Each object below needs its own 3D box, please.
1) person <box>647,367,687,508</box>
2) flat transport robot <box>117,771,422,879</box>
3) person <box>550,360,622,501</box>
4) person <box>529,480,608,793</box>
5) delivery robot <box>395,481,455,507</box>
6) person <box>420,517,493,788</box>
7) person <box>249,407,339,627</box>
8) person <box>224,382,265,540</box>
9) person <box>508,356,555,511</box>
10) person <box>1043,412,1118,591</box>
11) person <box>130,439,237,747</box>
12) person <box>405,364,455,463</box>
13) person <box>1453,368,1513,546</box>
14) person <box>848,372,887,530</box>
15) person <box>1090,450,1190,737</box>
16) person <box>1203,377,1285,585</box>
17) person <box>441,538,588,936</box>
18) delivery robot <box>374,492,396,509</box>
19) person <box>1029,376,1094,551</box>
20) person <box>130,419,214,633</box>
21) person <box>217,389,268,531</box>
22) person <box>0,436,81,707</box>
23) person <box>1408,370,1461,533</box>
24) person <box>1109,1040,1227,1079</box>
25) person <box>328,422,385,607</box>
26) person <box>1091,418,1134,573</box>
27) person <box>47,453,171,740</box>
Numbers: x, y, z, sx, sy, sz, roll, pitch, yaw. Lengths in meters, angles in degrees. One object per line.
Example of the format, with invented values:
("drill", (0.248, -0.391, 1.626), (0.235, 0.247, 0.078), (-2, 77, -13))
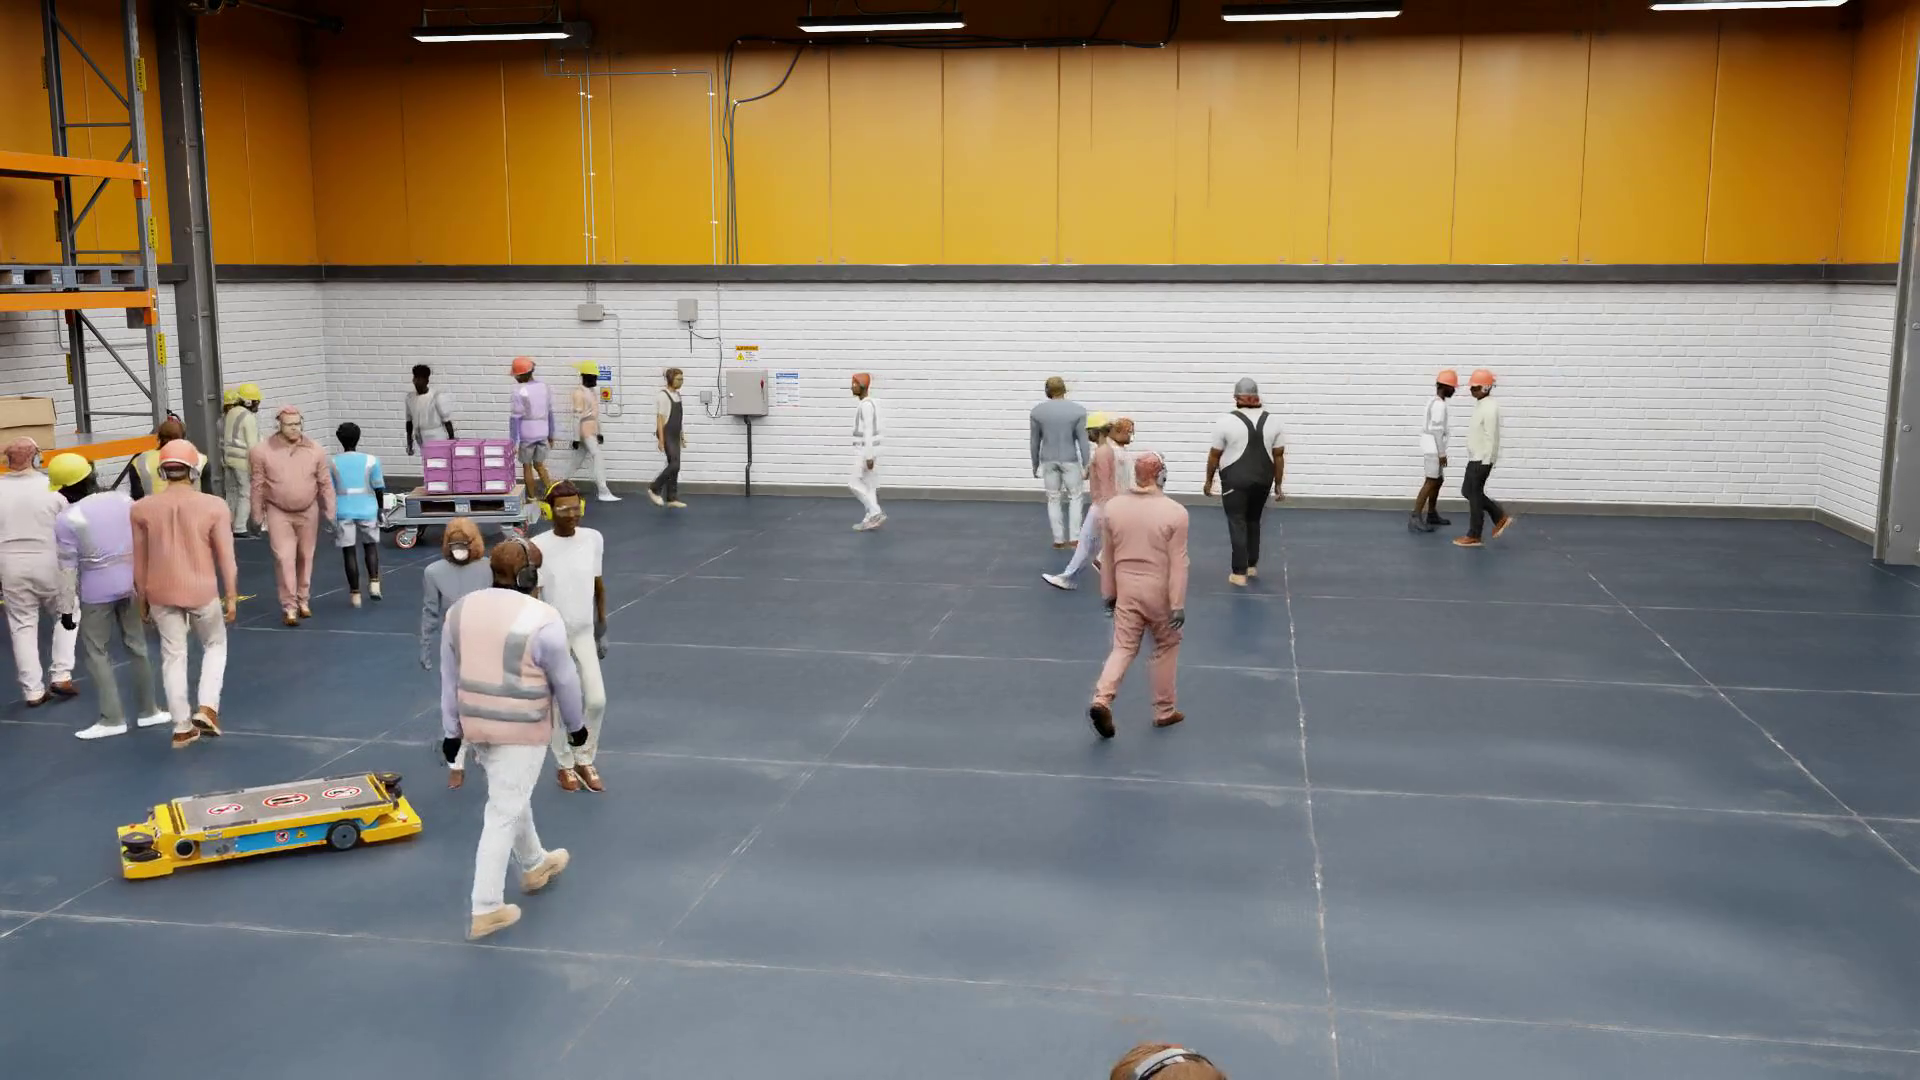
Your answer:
("person", (-3.718, -1.301, 21.305), (0.429, 1.826, 0.515), (2, 9, 15))
("flat transport robot", (-3.658, 1.486, 8.821), (1.431, 0.197, 0.652), (-5, 10, -29))
("person", (-5.008, -1.443, 22.013), (0.940, 1.887, 0.599), (0, 9, 2))
("person", (-2.261, 0.571, 9.614), (0.539, 1.845, 0.563), (-6, 11, -32))
("delivery robot", (-6.305, -0.462, 19.740), (0.707, 0.478, 0.477), (-7, 12, -39))
("person", (-2.953, 0.631, 10.017), (0.554, 1.609, 0.661), (-1, 9, -5))
("person", (-5.707, -0.200, 14.325), (0.676, 1.863, 0.923), (-6, 11, -34))
("person", (-8.085, -0.887, 18.846), (0.472, 1.799, 0.619), (-8, 12, -40))
("person", (-5.378, -1.304, 20.811), (0.440, 1.992, 0.644), (7, 12, 38))
("person", (1.271, -0.346, 15.719), (0.911, 1.705, 0.531), (2, 9, 13))
("person", (-4.956, 0.342, 10.660), (0.631, 1.973, 0.514), (-2, 9, -14))
("person", (-6.637, -1.269, 20.861), (0.650, 1.922, 1.033), (4, 10, 24))
("person", (5.806, -0.909, 18.372), (0.556, 1.980, 0.621), (1, 9, 7))
("person", (-1.126, -1.025, 19.461), (0.404, 1.874, 0.592), (0, 9, 1))
("person", (1.187, 0.353, 10.891), (0.651, 1.881, 0.857), (6, 11, 35))
("person", (2.760, -0.609, 16.344), (0.710, 2.000, 0.797), (-3, 9, -15))
("person", (-2.045, 0.880, 7.845), (0.634, 1.798, 0.914), (5, 10, 29))
("delivery robot", (-6.974, -0.412, 19.431), (0.707, 0.478, 0.477), (-4, 10, -25))
("person", (1.107, -0.824, 18.122), (0.735, 1.909, 0.370), (2, 9, 12))
("person", (-6.565, -0.105, 13.916), (0.640, 1.821, 0.435), (-3, 10, -17))
("person", (-8.300, -0.906, 19.249), (0.502, 1.707, 0.821), (0, 9, -2))
("person", (-6.476, 0.216, 11.671), (0.671, 1.891, 0.508), (-2, 9, -11))
("person", (5.595, -1.051, 19.625), (0.554, 1.884, 0.770), (2, 9, 12))
("person", (0.311, 1.704, 2.699), (0.648, 1.821, 0.678), (-2, 9, -14))
("person", (-5.502, -0.234, 15.114), (0.527, 1.678, 0.431), (-4, 10, -25))
("person", (1.562, -0.393, 16.327), (0.360, 1.619, 0.500), (1, 9, 6))
("person", (-5.576, 0.346, 10.952), (0.383, 1.878, 0.730), (5, 10, 28))
